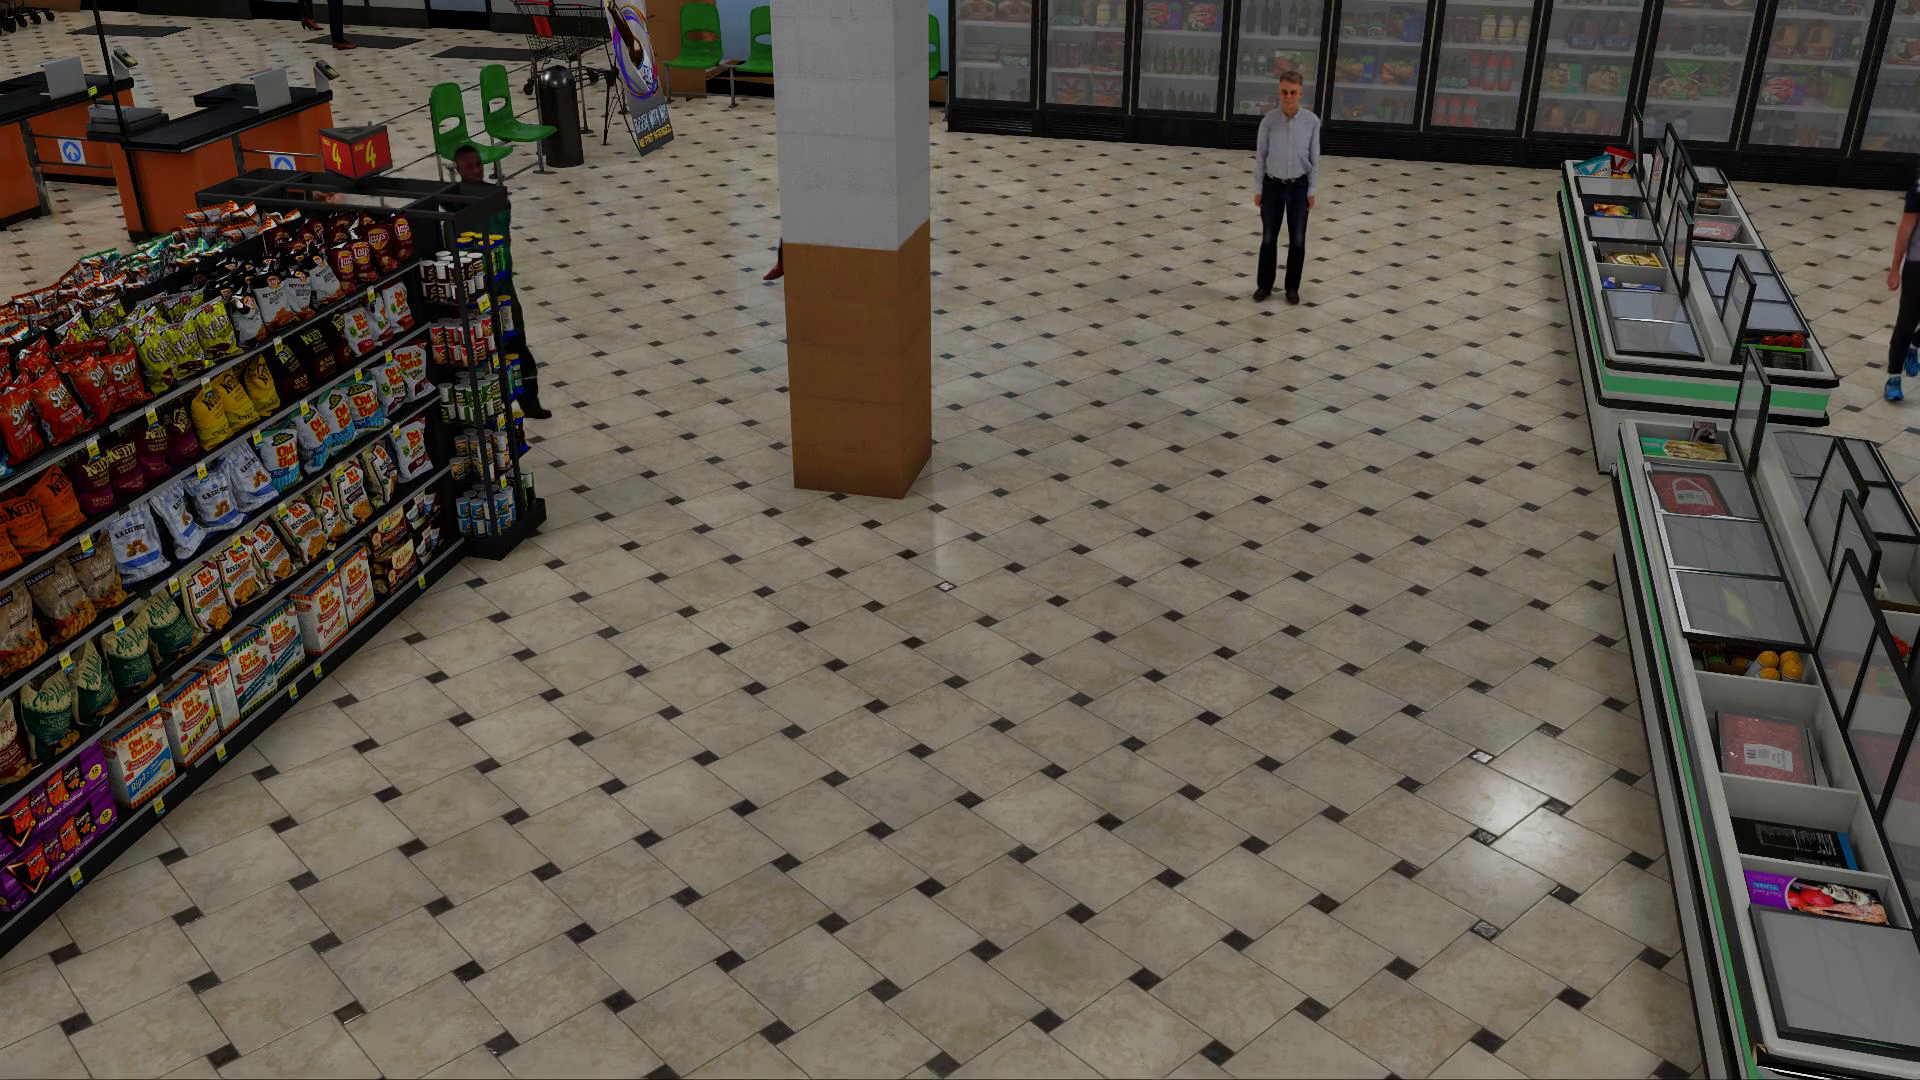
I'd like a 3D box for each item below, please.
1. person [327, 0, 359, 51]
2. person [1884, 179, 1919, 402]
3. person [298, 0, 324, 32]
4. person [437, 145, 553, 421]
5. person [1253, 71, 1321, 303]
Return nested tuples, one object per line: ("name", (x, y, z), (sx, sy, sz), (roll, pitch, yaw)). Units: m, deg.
("person", (-8.561, -7.597, 22.669), (0.737, 1.725, 0.704), (-19, 32, -32))
("person", (6.552, -1.852, 11.244), (0.709, 1.812, 0.807), (6, 27, 11))
("person", (-9.476, -8.220, 23.946), (0.718, 1.681, 0.727), (-23, 35, -38))
("person", (-3.193, -1.680, 10.937), (1.276, 1.783, 1.166), (-24, 35, -39))
("person", (2.560, -2.772, 13.054), (0.655, 1.816, 0.565), (5, 27, 10))
